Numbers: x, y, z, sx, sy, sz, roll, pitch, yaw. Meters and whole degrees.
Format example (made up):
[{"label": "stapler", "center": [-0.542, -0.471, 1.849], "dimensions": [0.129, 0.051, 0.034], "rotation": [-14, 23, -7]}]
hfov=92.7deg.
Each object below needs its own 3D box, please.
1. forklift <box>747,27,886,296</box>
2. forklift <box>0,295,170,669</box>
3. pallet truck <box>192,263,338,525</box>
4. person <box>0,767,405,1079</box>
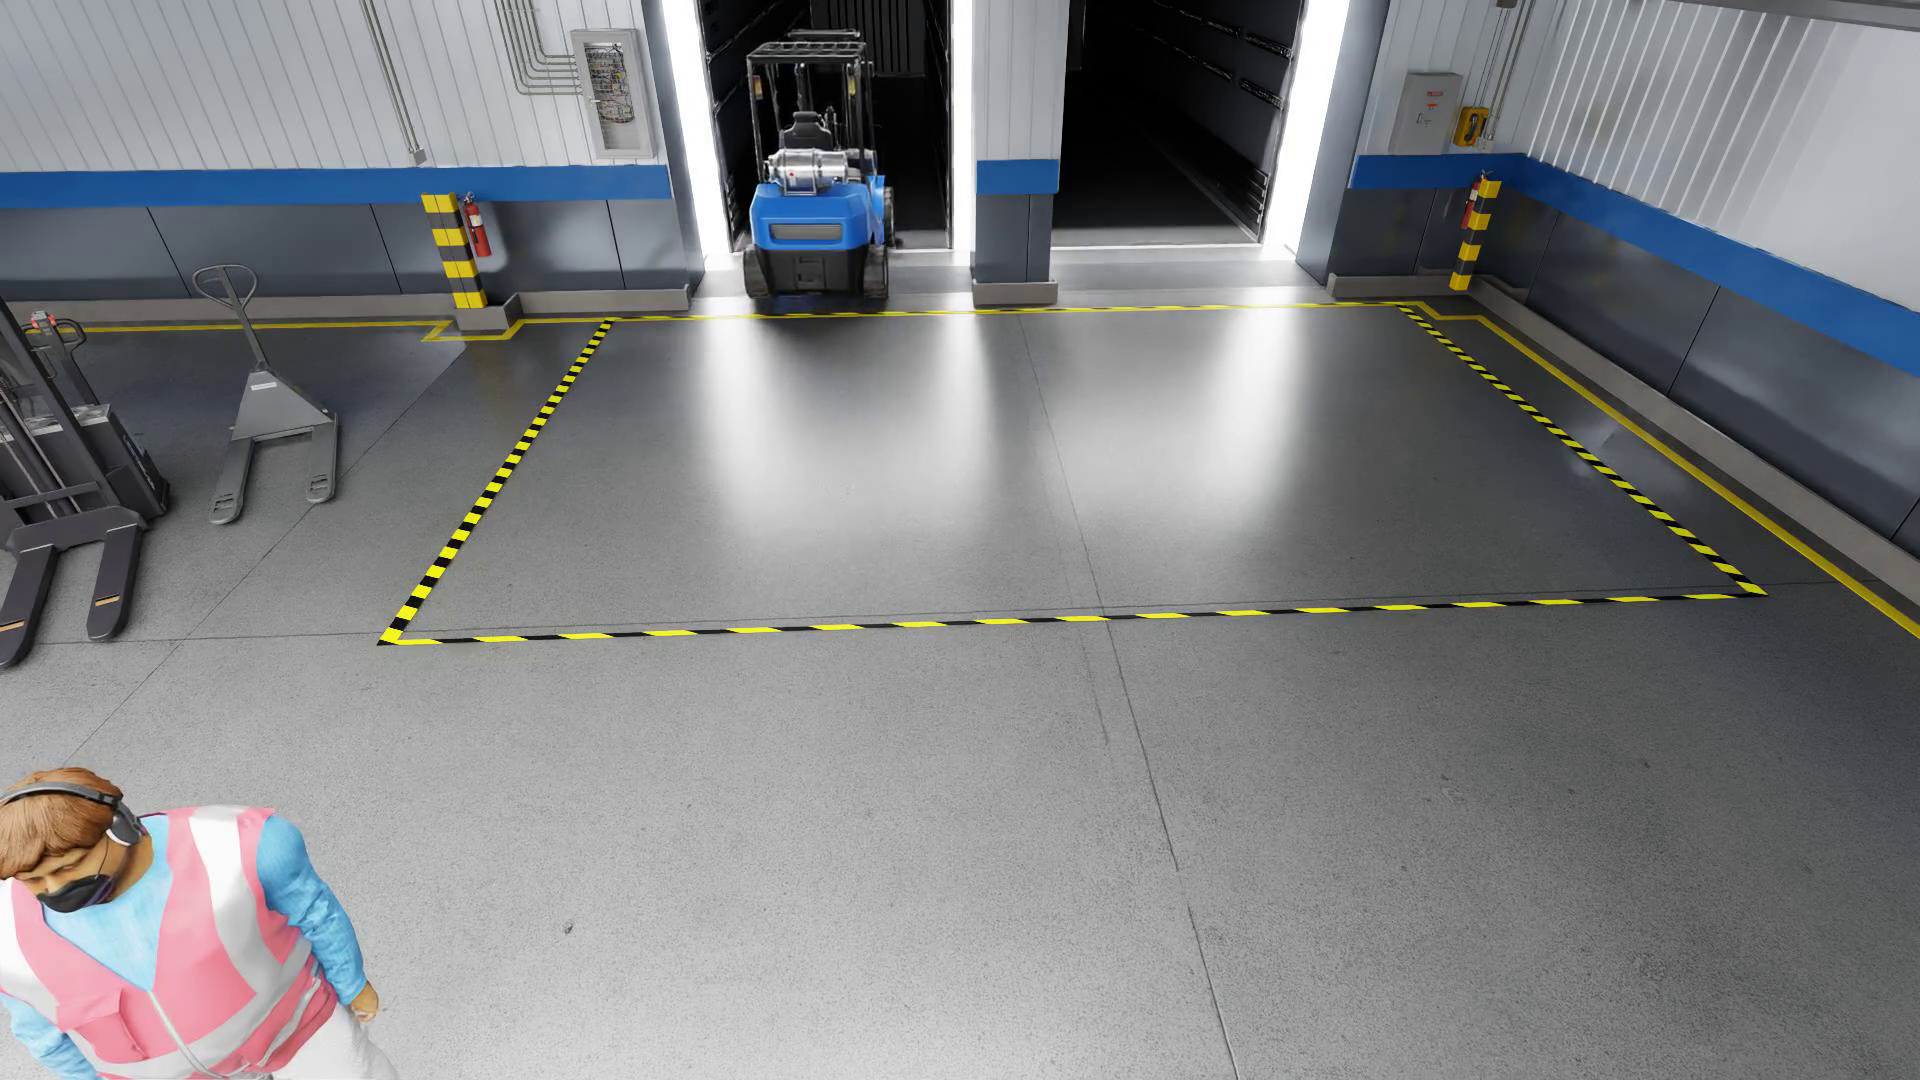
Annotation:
[{"label": "forklift", "center": [-1.405, -3.866, 9.199], "dimensions": [1.157, 2.036, 2.680], "rotation": [0, 35, 0]}, {"label": "forklift", "center": [-5.212, -0.618, 4.878], "dimensions": [0.823, 1.965, 1.885], "rotation": [-20, 39, -26]}, {"label": "pallet truck", "center": [-4.778, -1.027, 6.128], "dimensions": [0.680, 1.201, 1.601], "rotation": [-17, 38, -23]}, {"label": "person", "center": [-1.838, 1.250, 2.329], "dimensions": [0.624, 1.843, 0.429], "rotation": [-20, 40, -27]}]
